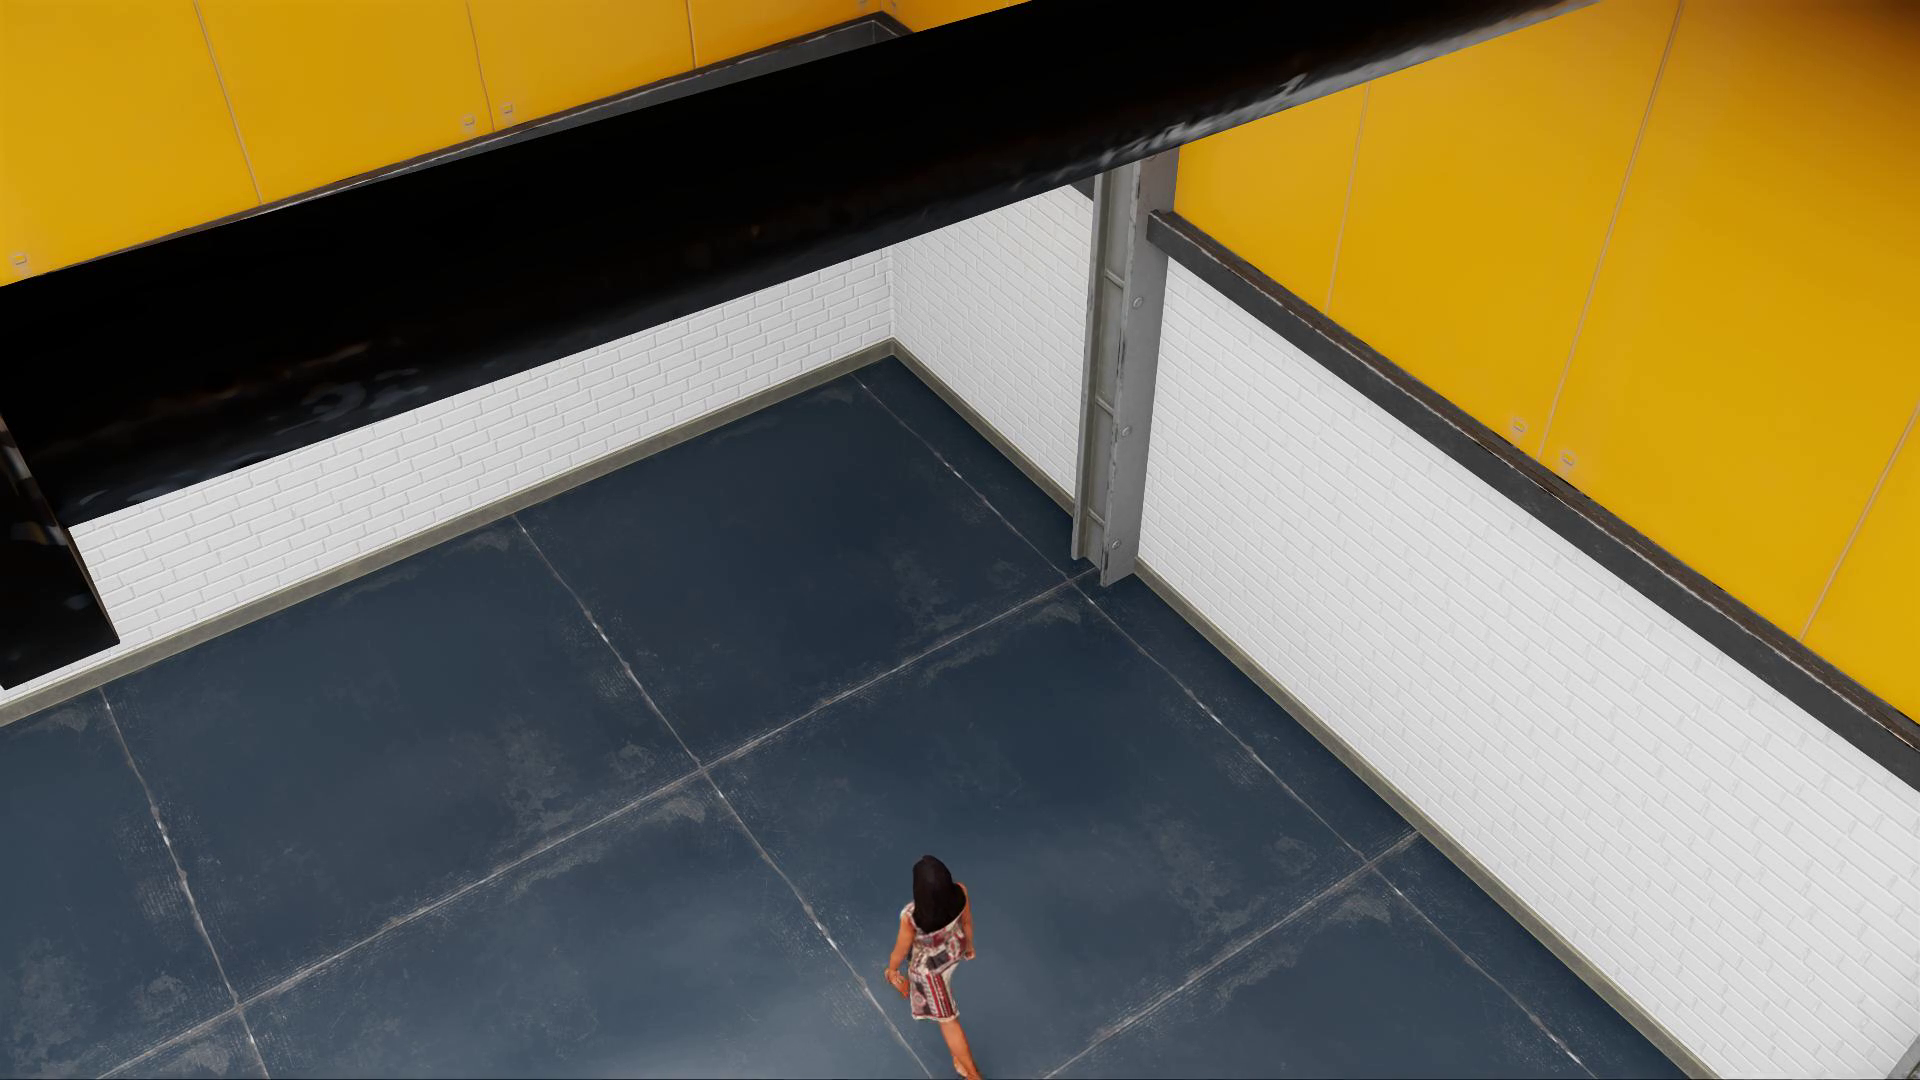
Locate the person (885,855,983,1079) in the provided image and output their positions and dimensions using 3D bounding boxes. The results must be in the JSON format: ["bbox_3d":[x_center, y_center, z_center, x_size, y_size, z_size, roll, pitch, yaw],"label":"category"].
[{"bbox_3d":[-0.086,2.276,8.746,0.677,1.600,1.128,-30,51,-27],"label":"person"}]
